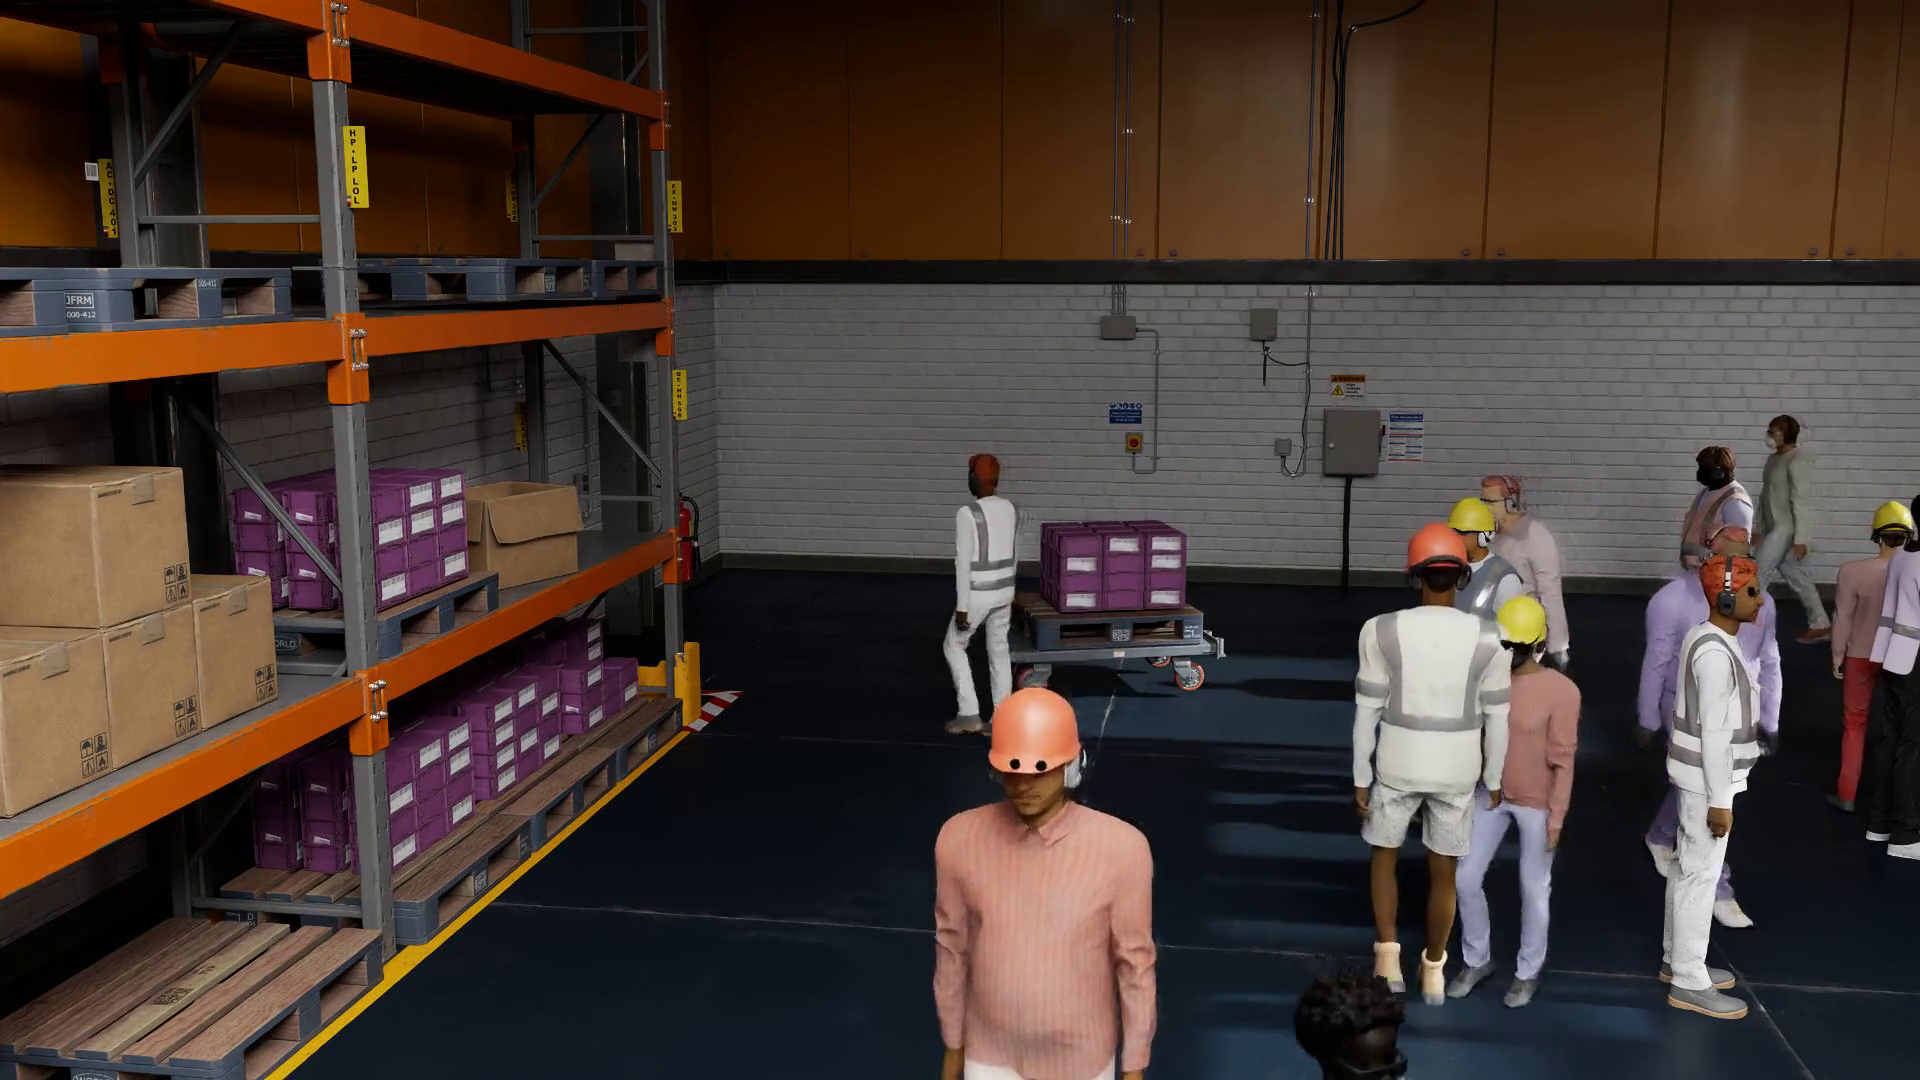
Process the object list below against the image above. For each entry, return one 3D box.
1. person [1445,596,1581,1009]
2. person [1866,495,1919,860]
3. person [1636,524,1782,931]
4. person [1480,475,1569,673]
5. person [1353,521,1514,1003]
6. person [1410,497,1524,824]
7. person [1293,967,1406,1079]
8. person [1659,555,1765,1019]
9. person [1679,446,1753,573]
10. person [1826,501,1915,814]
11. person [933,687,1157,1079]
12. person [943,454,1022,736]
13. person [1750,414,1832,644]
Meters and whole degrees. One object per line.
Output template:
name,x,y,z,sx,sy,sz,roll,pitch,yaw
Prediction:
person,2.249,1.078,6.782,0.526,1.738,0.504,9,13,43
person,4.955,0.688,8.624,0.392,1.922,0.591,1,9,8
person,3.584,0.826,7.981,0.652,1.861,1.000,-2,9,-11
person,3.148,0.563,9.528,0.483,1.879,0.687,-2,9,-12
person,1.910,0.933,6.772,0.615,2.034,0.564,2,9,13
person,2.708,0.678,8.955,0.404,1.833,0.588,-6,11,-32
person,0.808,1.665,3.410,0.541,1.646,0.863,-6,11,-32
person,3.099,0.995,6.848,0.355,1.883,0.573,3,10,19
person,5.192,0.267,11.481,0.430,1.838,0.624,1,9,4
person,5.139,0.664,9.268,0.528,1.762,0.347,3,10,21
person,0.241,1.330,4.549,0.617,1.974,0.804,2,10,14
person,0.115,0.366,10.774,0.589,1.862,0.590,-9,13,-43
person,6.643,-0.074,13.435,1.009,1.893,0.647,2,9,11
